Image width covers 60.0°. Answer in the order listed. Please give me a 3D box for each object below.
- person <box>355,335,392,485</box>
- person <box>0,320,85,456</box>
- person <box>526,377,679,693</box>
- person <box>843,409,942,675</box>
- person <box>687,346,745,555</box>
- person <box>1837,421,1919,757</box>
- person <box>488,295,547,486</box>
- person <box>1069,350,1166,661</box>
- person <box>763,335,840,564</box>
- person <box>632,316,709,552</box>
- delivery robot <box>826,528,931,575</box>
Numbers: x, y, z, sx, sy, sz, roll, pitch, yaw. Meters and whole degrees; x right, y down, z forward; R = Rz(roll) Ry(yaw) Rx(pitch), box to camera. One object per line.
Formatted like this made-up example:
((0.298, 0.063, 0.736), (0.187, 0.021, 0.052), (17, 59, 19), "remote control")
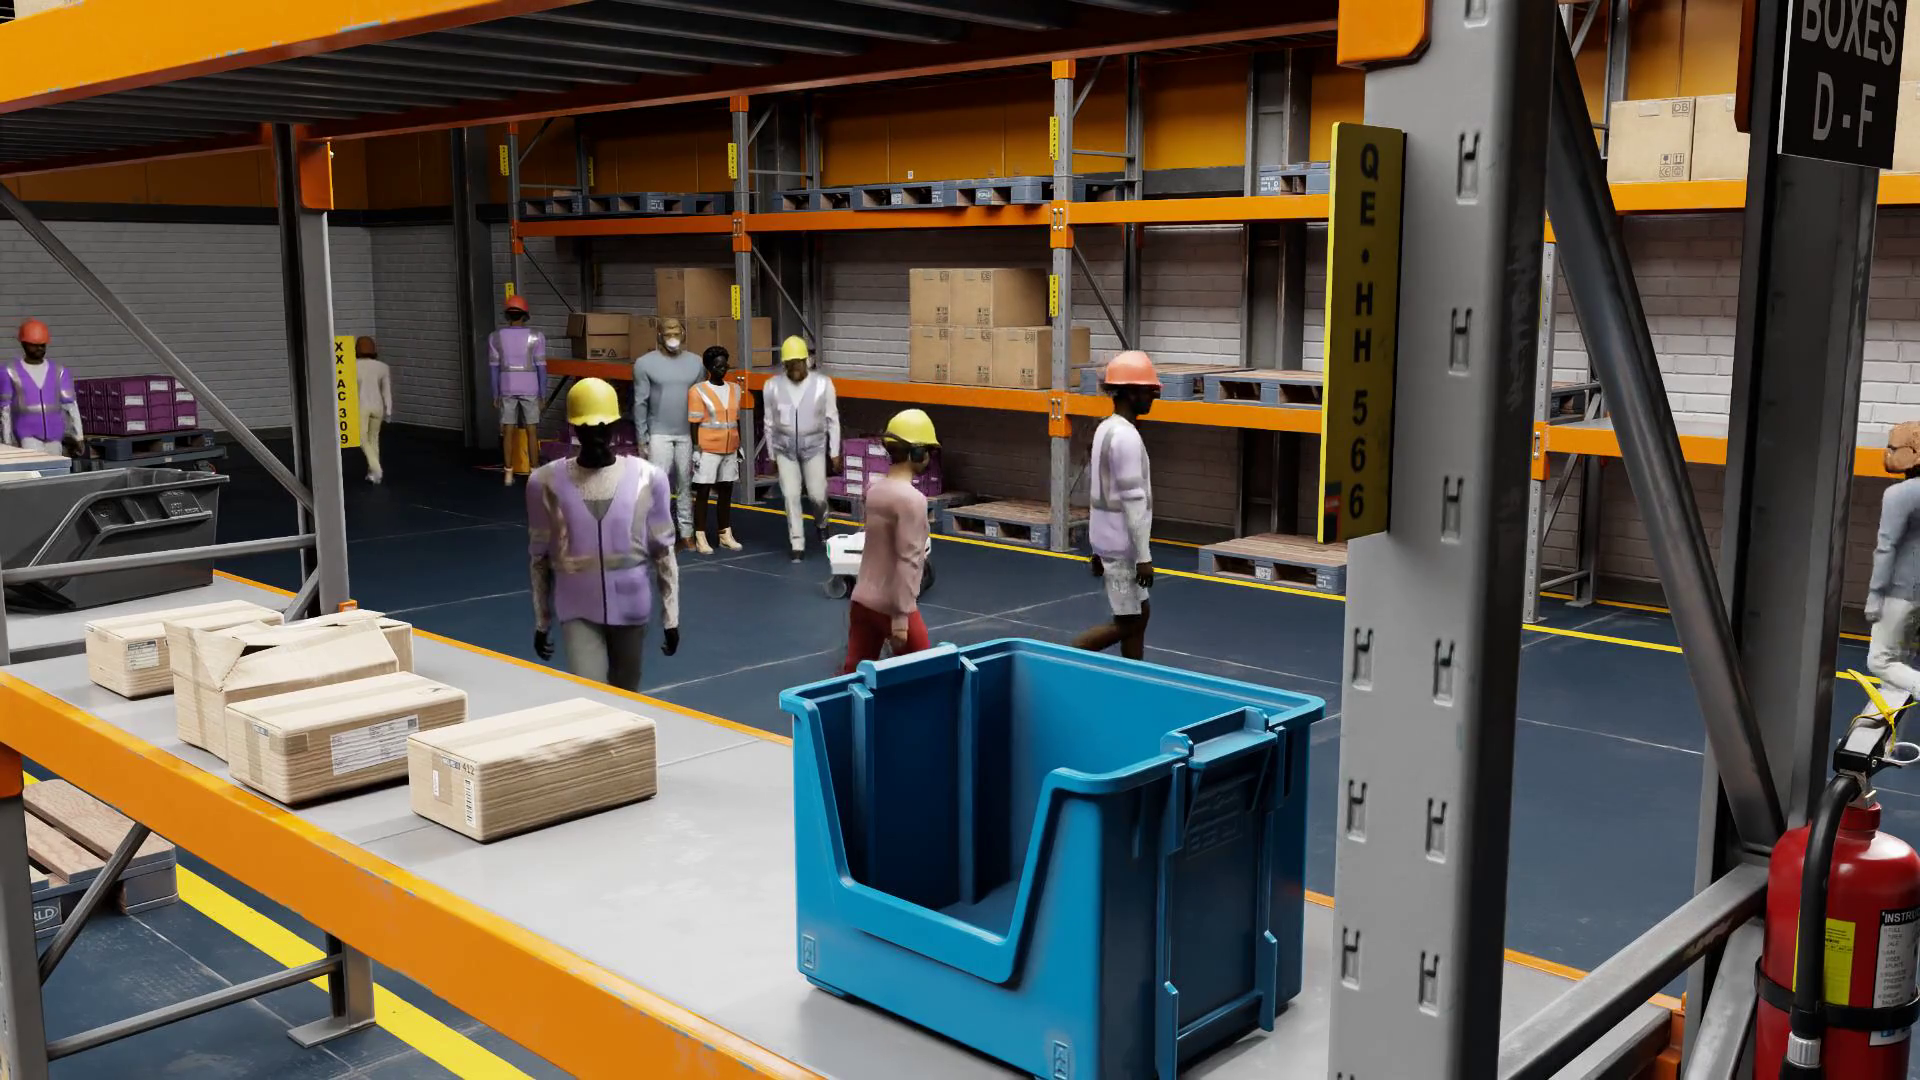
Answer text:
((-6.339, -1.392, 17.880), (0.502, 1.605, 0.700), (-8, 12, -41), "person")
((-7.660, -0.886, 13.921), (1.003, 1.878, 0.571), (8, 13, 42), "person")
((-1.476, 0.259, 6.915), (0.596, 1.888, 0.952), (-2, 10, -14), "person")
((-0.305, 0.288, 7.265), (0.863, 1.699, 0.542), (-5, 11, -30), "person")
((-1.979, -0.734, 13.560), (0.538, 1.695, 0.320), (-9, 13, -44), "person")
((4.437, 0.259, 7.703), (0.513, 1.616, 0.585), (-7, 12, -37), "person")
((-4.719, -1.598, 17.815), (0.612, 2.043, 0.391), (0, 9, -3), "person")
((0.730, 0.014, 8.312), (0.745, 1.921, 0.546), (0, 9, -2), "person")
((-1.255, -0.730, 13.206), (0.602, 1.808, 0.612), (0, 9, 1), "person")
((-2.343, -0.852, 13.551), (0.635, 1.938, 0.356), (-4, 10, -23), "person")
((-0.575, 0.089, 11.726), (0.707, 0.478, 0.477), (2, 9, 10), "delivery robot")
